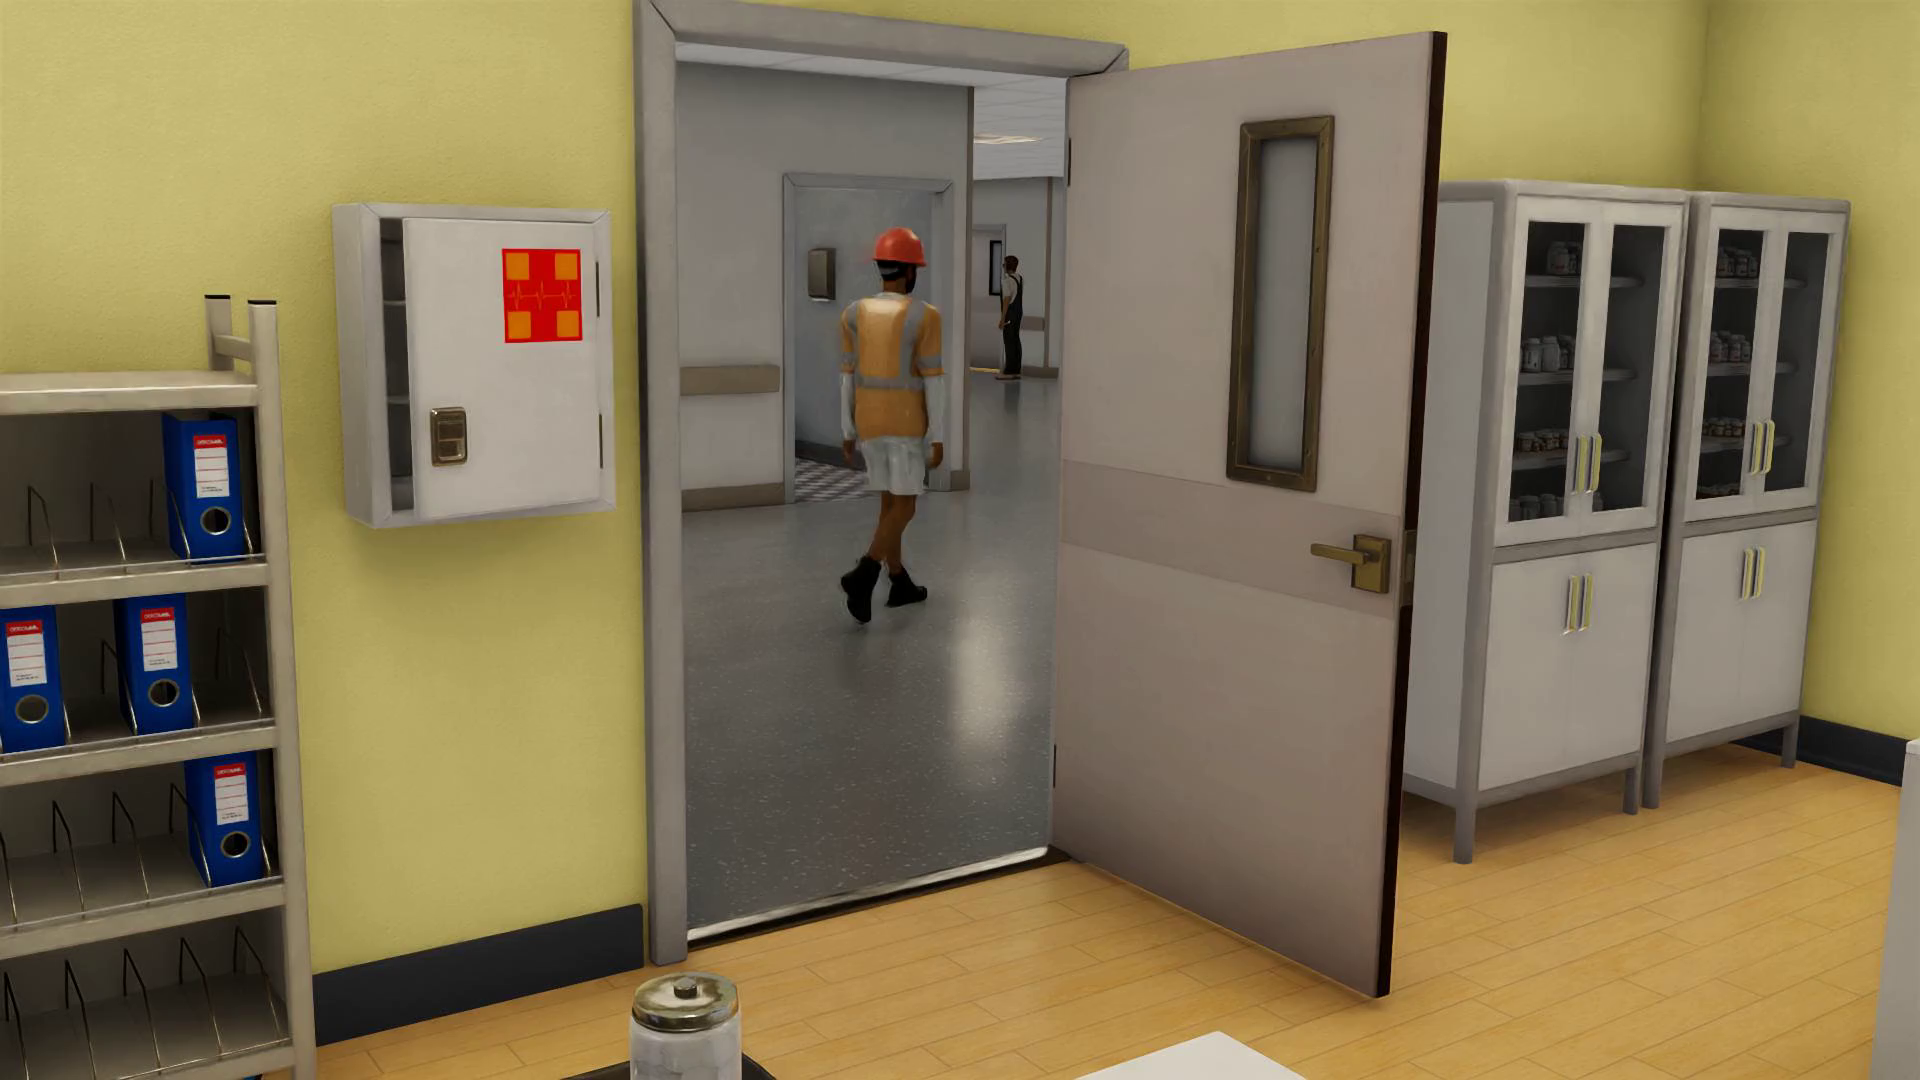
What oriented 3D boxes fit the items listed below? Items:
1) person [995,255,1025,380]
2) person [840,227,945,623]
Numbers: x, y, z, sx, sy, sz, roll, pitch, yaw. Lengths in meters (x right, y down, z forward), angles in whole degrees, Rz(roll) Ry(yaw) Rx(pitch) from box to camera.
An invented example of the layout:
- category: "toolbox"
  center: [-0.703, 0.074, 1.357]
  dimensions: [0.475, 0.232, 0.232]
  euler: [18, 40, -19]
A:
- category: "person"
  center: [0.748, -3.293, 24.679]
  dimensions: [0.345, 1.846, 0.508]
  euler: [7, 11, 31]
- category: "person"
  center: [-0.362, -0.555, 8.078]
  dimensions: [0.554, 1.912, 0.867]
  euler: [6, 11, 27]
